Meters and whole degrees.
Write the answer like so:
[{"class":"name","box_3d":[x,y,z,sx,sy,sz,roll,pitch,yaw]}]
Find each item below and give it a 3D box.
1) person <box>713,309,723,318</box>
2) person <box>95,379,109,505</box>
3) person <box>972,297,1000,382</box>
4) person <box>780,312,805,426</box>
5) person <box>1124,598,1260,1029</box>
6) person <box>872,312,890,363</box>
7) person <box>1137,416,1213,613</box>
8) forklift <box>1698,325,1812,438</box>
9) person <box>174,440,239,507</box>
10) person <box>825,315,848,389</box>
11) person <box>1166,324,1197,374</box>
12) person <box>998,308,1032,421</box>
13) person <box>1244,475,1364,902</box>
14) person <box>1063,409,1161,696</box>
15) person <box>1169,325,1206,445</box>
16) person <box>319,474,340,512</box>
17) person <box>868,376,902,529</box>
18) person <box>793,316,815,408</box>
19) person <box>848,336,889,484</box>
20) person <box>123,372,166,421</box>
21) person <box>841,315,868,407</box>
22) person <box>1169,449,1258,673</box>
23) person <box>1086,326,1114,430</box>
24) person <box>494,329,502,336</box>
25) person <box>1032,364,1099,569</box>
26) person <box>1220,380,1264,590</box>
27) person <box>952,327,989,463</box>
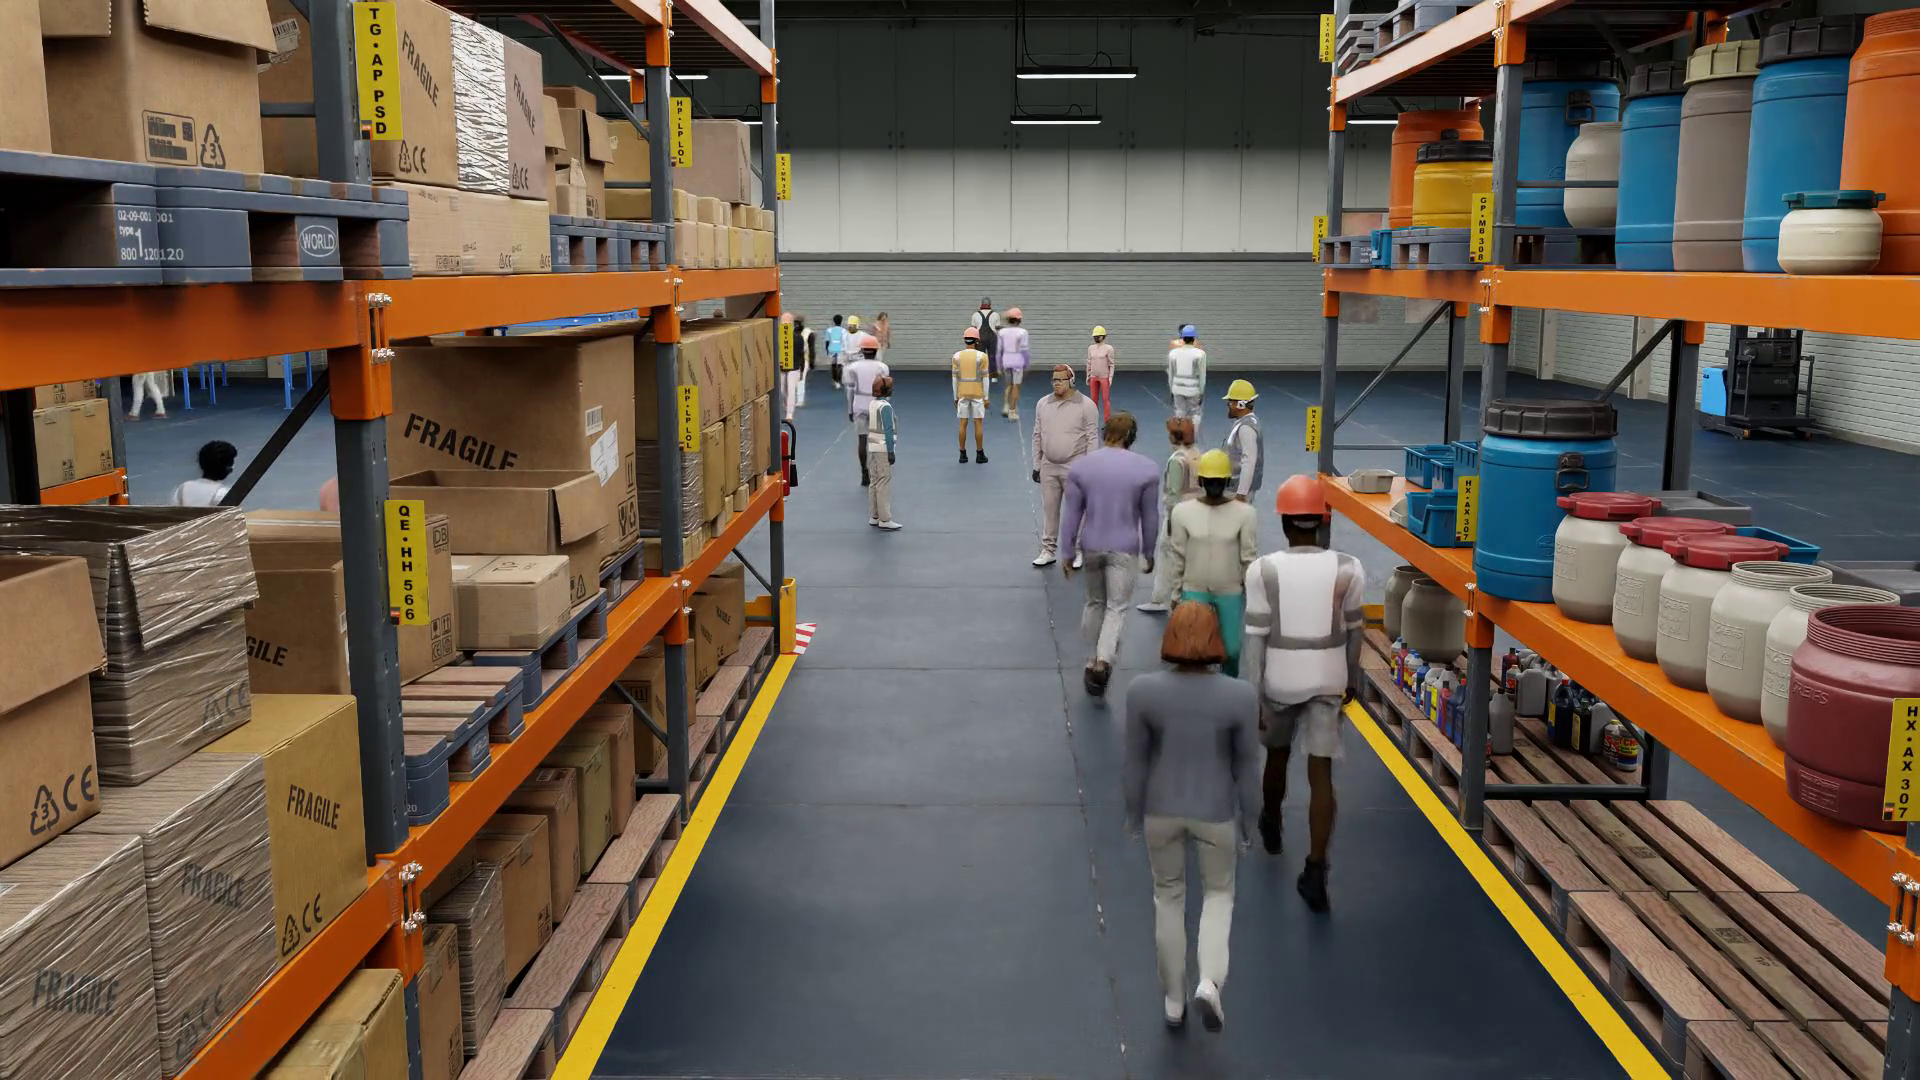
[{"class":"person","box_3d":[-5.252,-4.112,36.268,0.635,1.842,0.429,-3,10,-18]},{"class":"person","box_3d":[-8.218,-0.685,15.652,0.604,1.880,1.061,3,10,15]},{"class":"person","box_3d":[0.628,-4.788,39.851,0.688,2.000,0.536,1,9,4]},{"class":"person","box_3d":[-3.041,-3.031,29.374,0.628,1.980,0.648,1,10,6]},{"class":"person","box_3d":[0.843,1.029,6.130,0.503,1.624,0.432,2,10,12]},{"class":"person","box_3d":[-2.062,-4.999,42.323,0.557,1.598,0.809,-7,12,-35]},{"class":"person","box_3d":[1.814,-0.202,13.514,0.650,1.617,0.533,6,11,31]},{"class":"forklift","box_3d":[13.248,-3.165,27.620,1.129,2.768,1.873,0,9,1]},{"class":"person","box_3d":[-5.066,0.165,11.148,0.605,1.665,0.464,3,10,19]},{"class":"person","box_3d":[-2.759,-4.269,37.750,0.544,1.658,0.831,2,10,9]},{"class":"person","box_3d":[4.214,-3.276,31.797,0.552,1.665,0.779,-4,10,-20]},{"class":"person","box_3d":[0.986,-3.175,30.076,0.606,2.027,0.517,6,11,34]},{"class":"person","box_3d":[1.576,0.638,7.693,0.546,1.884,0.996,1,10,7]},{"class":"person","box_3d":[0.973,0.088,11.024,0.638,1.891,0.855,4,10,23]},{"class":"person","box_3d":[3.368,-2.213,24.615,0.621,1.931,0.433,5,11,27]},{"class":"person","box_3d":[-3.474,0.278,9.818,0.653,1.917,0.401,1,10,6]},{"class":"person","box_3d":[-0.835,-0.946,17.907,0.310,1.642,0.514,-4,10,-24]},{"class":"person","box_3d":[-3.227,-3.495,32.709,0.630,1.804,0.912,4,10,23]},{"class":"person","box_3d":[-1.181,-1.709,21.702,0.567,1.890,0.945,1,10,5]},{"class":"person","box_3d":[-14.928,-3.144,30.305,0.621,1.932,0.652,-2,10,-9]},{"class":"person","box_3d":[-2.087,-3.483,32.570,0.623,1.815,0.463,4,10,24]},{"class":"person","box_3d":[1.543,0.301,10.134,0.531,1.753,0.581,2,10,12]},{"class":"person","box_3d":[2.390,-2.785,28.550,0.533,1.767,0.325,7,12,36]},{"class":"person","box_3d":[-11.676,-4.895,41.669,0.747,1.612,0.513,4,10,23]},{"class":"person","box_3d":[0.958,-0.687,15.565,0.651,1.906,0.403,5,11,28]},{"class":"person","box_3d":[2.456,-0.489,14.593,0.404,1.830,0.603,1,10,9]},{"class":"person","box_3d":[0.164,-2.070,23.783,0.542,1.929,0.368,3,10,16]}]
